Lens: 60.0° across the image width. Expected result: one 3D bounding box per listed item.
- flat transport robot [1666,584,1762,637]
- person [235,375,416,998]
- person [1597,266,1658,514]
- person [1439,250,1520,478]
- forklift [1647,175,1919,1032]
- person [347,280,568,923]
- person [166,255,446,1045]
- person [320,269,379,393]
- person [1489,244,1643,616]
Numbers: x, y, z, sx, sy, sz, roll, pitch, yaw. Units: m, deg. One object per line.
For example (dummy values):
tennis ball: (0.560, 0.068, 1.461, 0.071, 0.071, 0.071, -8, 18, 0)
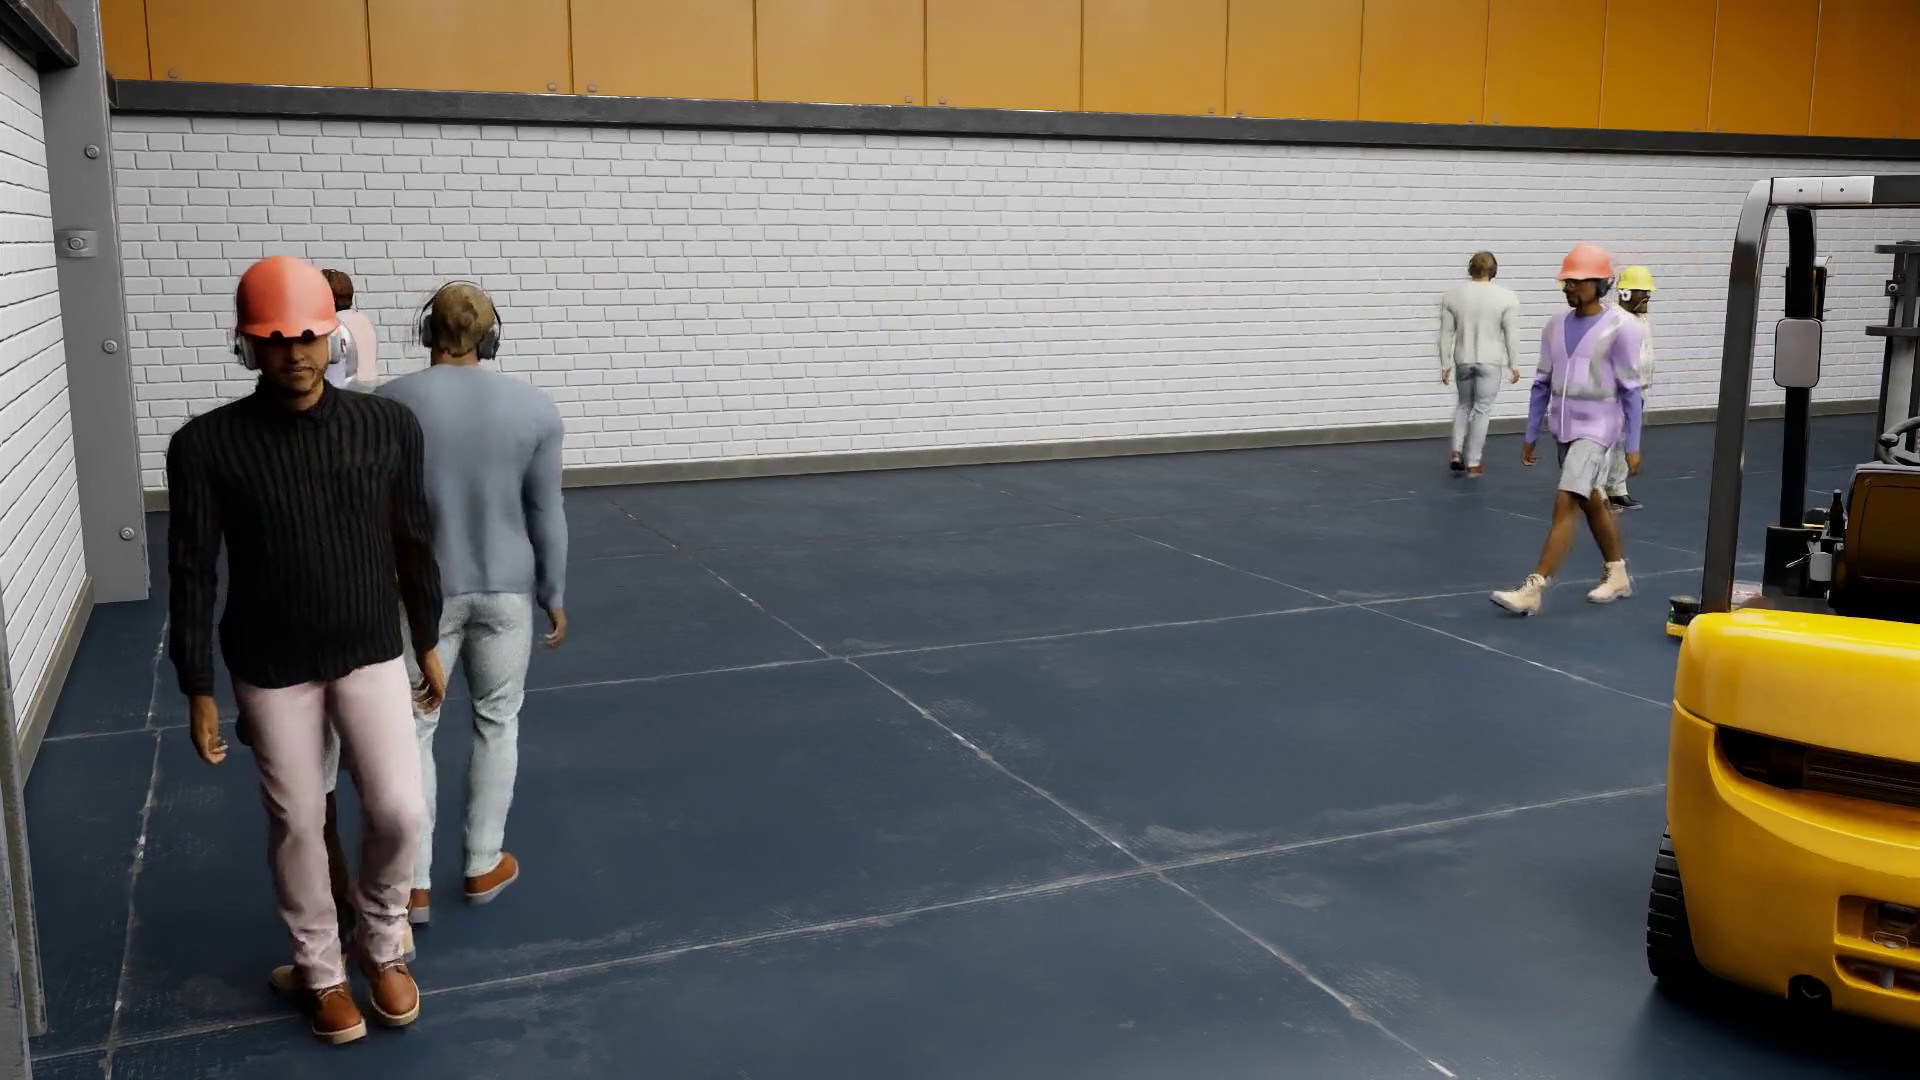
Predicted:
flat transport robot: (4.326, 0.395, 8.304, 1.431, 0.197, 0.652, 5, 11, 26)
person: (-1.705, 0.379, 4.451, 0.321, 1.698, 0.537, 5, 12, 27)
person: (4.918, -1.109, 12.326, 0.596, 1.823, 0.403, -9, 14, -40)
person: (4.419, -1.489, 14.127, 0.636, 1.923, 0.443, 8, 13, 36)
forklift: (2.810, 0.094, 4.662, 1.214, 2.155, 2.313, 7, 12, 34)
person: (-1.519, 0.178, 5.038, 0.695, 1.904, 0.536, -4, 11, -22)
person: (-1.593, 0.301, 4.103, 0.656, 1.976, 0.471, -6, 12, -30)
person: (-3.684, -0.680, 9.898, 0.430, 1.845, 0.619, 1, 10, 4)
person: (3.338, -0.590, 9.003, 1.077, 1.987, 0.628, -5, 11, -25)
